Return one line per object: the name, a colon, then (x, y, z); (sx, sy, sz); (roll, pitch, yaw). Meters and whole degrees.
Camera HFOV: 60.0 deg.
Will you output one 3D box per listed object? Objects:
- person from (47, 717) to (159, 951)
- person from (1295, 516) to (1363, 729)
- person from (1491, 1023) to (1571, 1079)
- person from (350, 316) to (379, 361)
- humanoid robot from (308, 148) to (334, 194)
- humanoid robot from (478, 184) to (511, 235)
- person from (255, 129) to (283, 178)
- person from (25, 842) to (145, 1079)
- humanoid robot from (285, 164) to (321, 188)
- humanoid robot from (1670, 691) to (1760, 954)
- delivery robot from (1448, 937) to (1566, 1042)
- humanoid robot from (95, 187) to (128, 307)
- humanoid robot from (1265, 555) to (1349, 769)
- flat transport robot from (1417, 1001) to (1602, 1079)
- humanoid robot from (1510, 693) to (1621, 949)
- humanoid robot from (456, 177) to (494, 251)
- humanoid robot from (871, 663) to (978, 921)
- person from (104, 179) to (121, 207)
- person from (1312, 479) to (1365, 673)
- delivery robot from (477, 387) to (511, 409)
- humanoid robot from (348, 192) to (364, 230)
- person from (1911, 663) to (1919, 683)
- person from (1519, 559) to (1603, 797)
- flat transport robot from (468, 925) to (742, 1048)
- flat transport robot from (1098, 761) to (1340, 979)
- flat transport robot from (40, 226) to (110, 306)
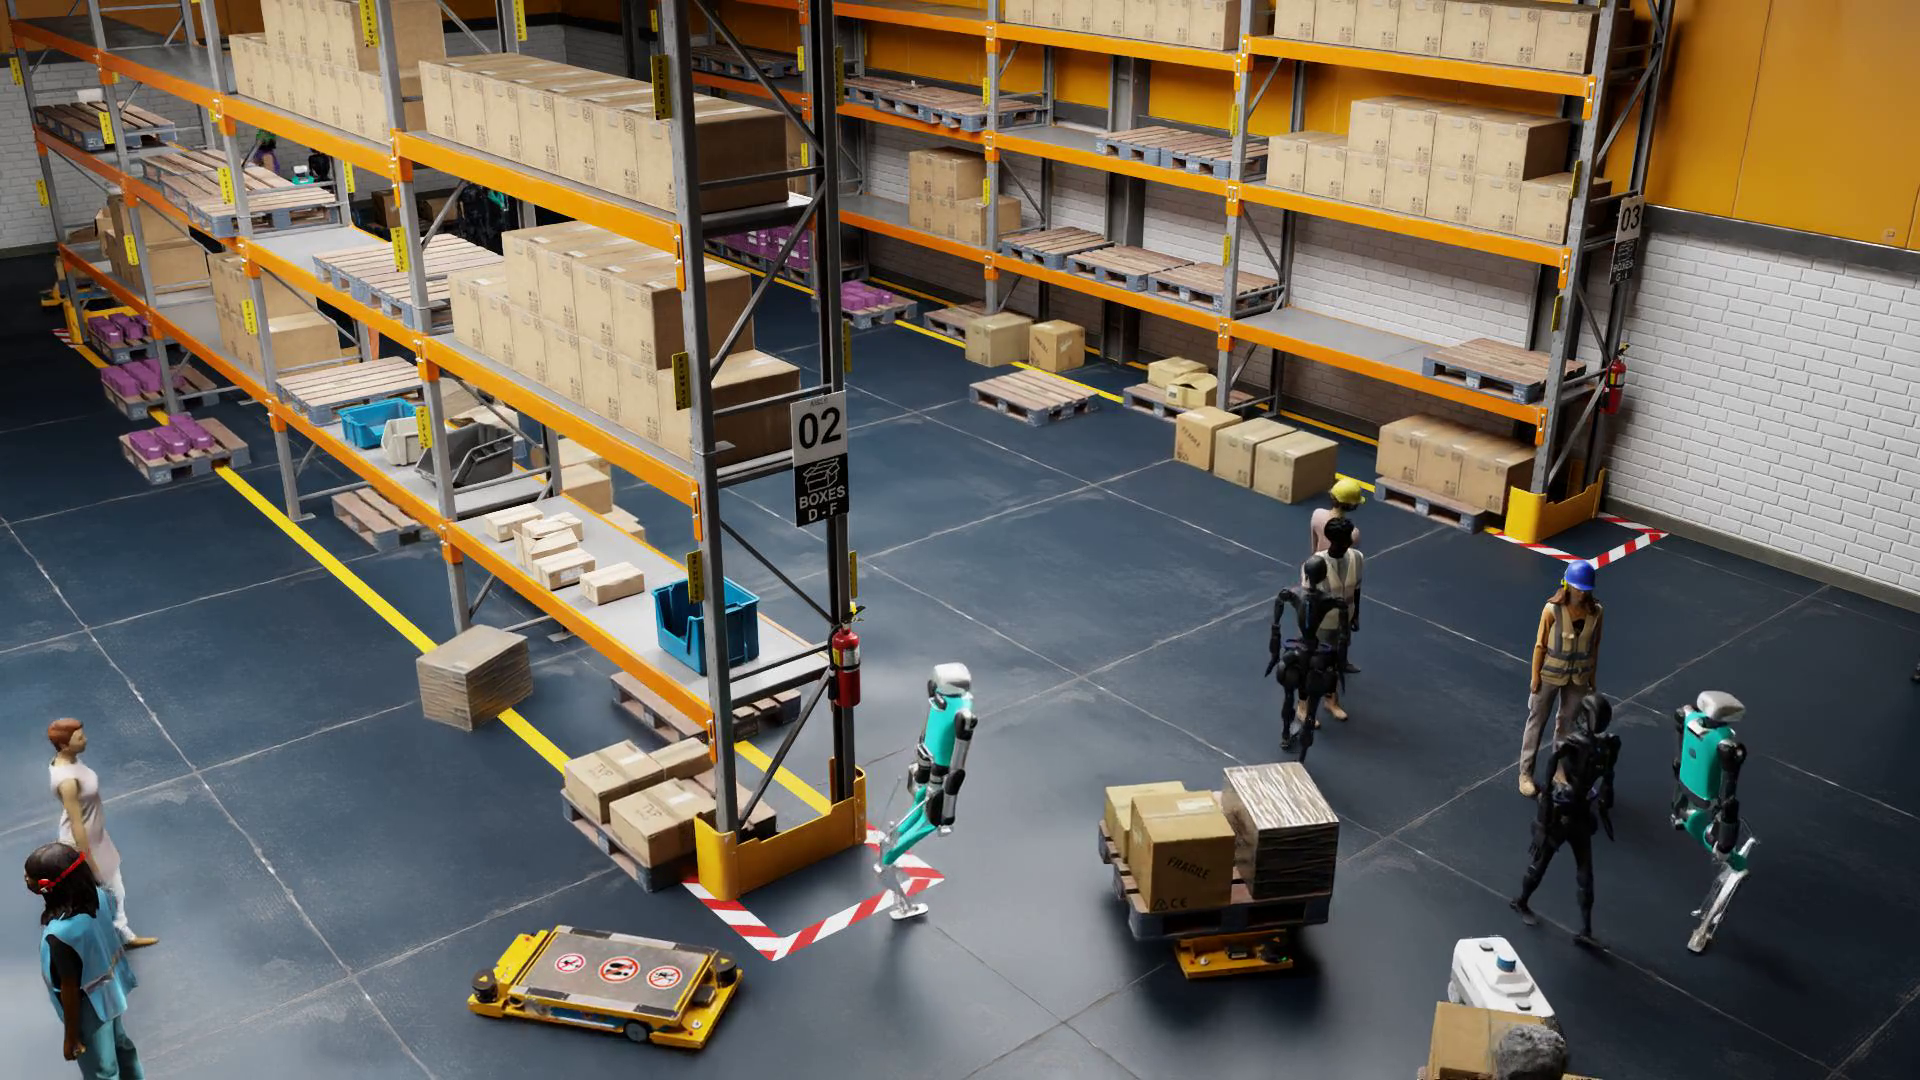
person: (-5.167, 1.784, 9.773); (0.487, 1.644, 0.450); (-11, 26, -24)
person: (2.766, 0.599, 12.457); (0.533, 1.693, 0.320); (-10, 25, -22)
person: (2.308, 2.820, 7.337); (0.525, 1.665, 0.494); (6, 24, 13)
person: (-7.180, -2.726, 20.078); (0.495, 1.759, 0.335); (13, 27, 28)
humanoid robot: (-10.327, -5.706, 27.099); (0.615, 1.643, 0.331); (12, 26, 26)
humanoid robot: (-7.468, -5.679, 26.983); (0.557, 1.742, 1.048); (-21, 31, -40)
person: (-10.957, -5.612, 26.554); (0.459, 1.918, 0.561); (-11, 26, -24)
person: (-4.306, 2.323, 8.265); (0.391, 1.861, 0.512); (-4, 24, -9)
humanoid robot: (-9.761, -4.755, 24.688); (0.530, 1.706, 0.738); (-18, 29, -36)
humanoid robot: (4.601, 1.676, 9.928); (0.845, 1.790, 0.585); (-5, 24, -12)
delivery robot: (3.033, 2.575, 9.315); (0.499, 0.590, 0.789); (-2, 23, -5)
humanoid robot: (-11.688, -3.899, 22.871); (0.703, 1.828, 0.539); (-20, 31, -39)
humanoid robot: (2.494, 0.859, 11.909); (0.588, 1.634, 0.659); (8, 25, 19)
flat transport robot: (2.812, 3.287, 8.031); (1.431, 0.231, 0.659); (5, 24, 12)
humanoid robot: (3.702, 1.681, 9.996); (0.602, 1.633, 0.670); (-9, 25, -20)
humanoid robot: (-7.206, -4.695, 24.735); (0.609, 1.641, 0.348); (9, 25, 20)
humanoid robot: (-0.300, 1.642, 10.102); (0.782, 1.854, 0.550); (-9, 25, -21)
person: (-12.283, -4.807, 24.767); (0.682, 1.873, 0.539); (-7, 24, -15)
person: (2.919, 0.306, 13.083); (0.587, 1.729, 0.581); (-16, 28, -32)
delivery robot: (-5.356, -1.775, 19.417); (0.797, 0.613, 0.499); (14, 27, 30)
humanoid robot: (-8.501, -4.051, 23.246); (0.398, 1.654, 0.610); (5, 24, 12)
person: (7.809, 0.261, 12.961); (0.547, 1.924, 0.383); (14, 27, 30)
person: (4.183, 0.954, 11.531); (0.462, 1.778, 0.305); (-2, 23, -4)
flat transport robot: (-2.055, 2.580, 9.669); (1.431, 0.231, 0.659); (5, 24, 12)
flat transport robot: (1.552, 2.231, 10.478); (0.659, 0.231, 1.431); (-4, 24, -8)
flat transport robot: (-12.458, -3.617, 24.018); (1.431, 0.231, 0.659); (-10, 25, -23)
